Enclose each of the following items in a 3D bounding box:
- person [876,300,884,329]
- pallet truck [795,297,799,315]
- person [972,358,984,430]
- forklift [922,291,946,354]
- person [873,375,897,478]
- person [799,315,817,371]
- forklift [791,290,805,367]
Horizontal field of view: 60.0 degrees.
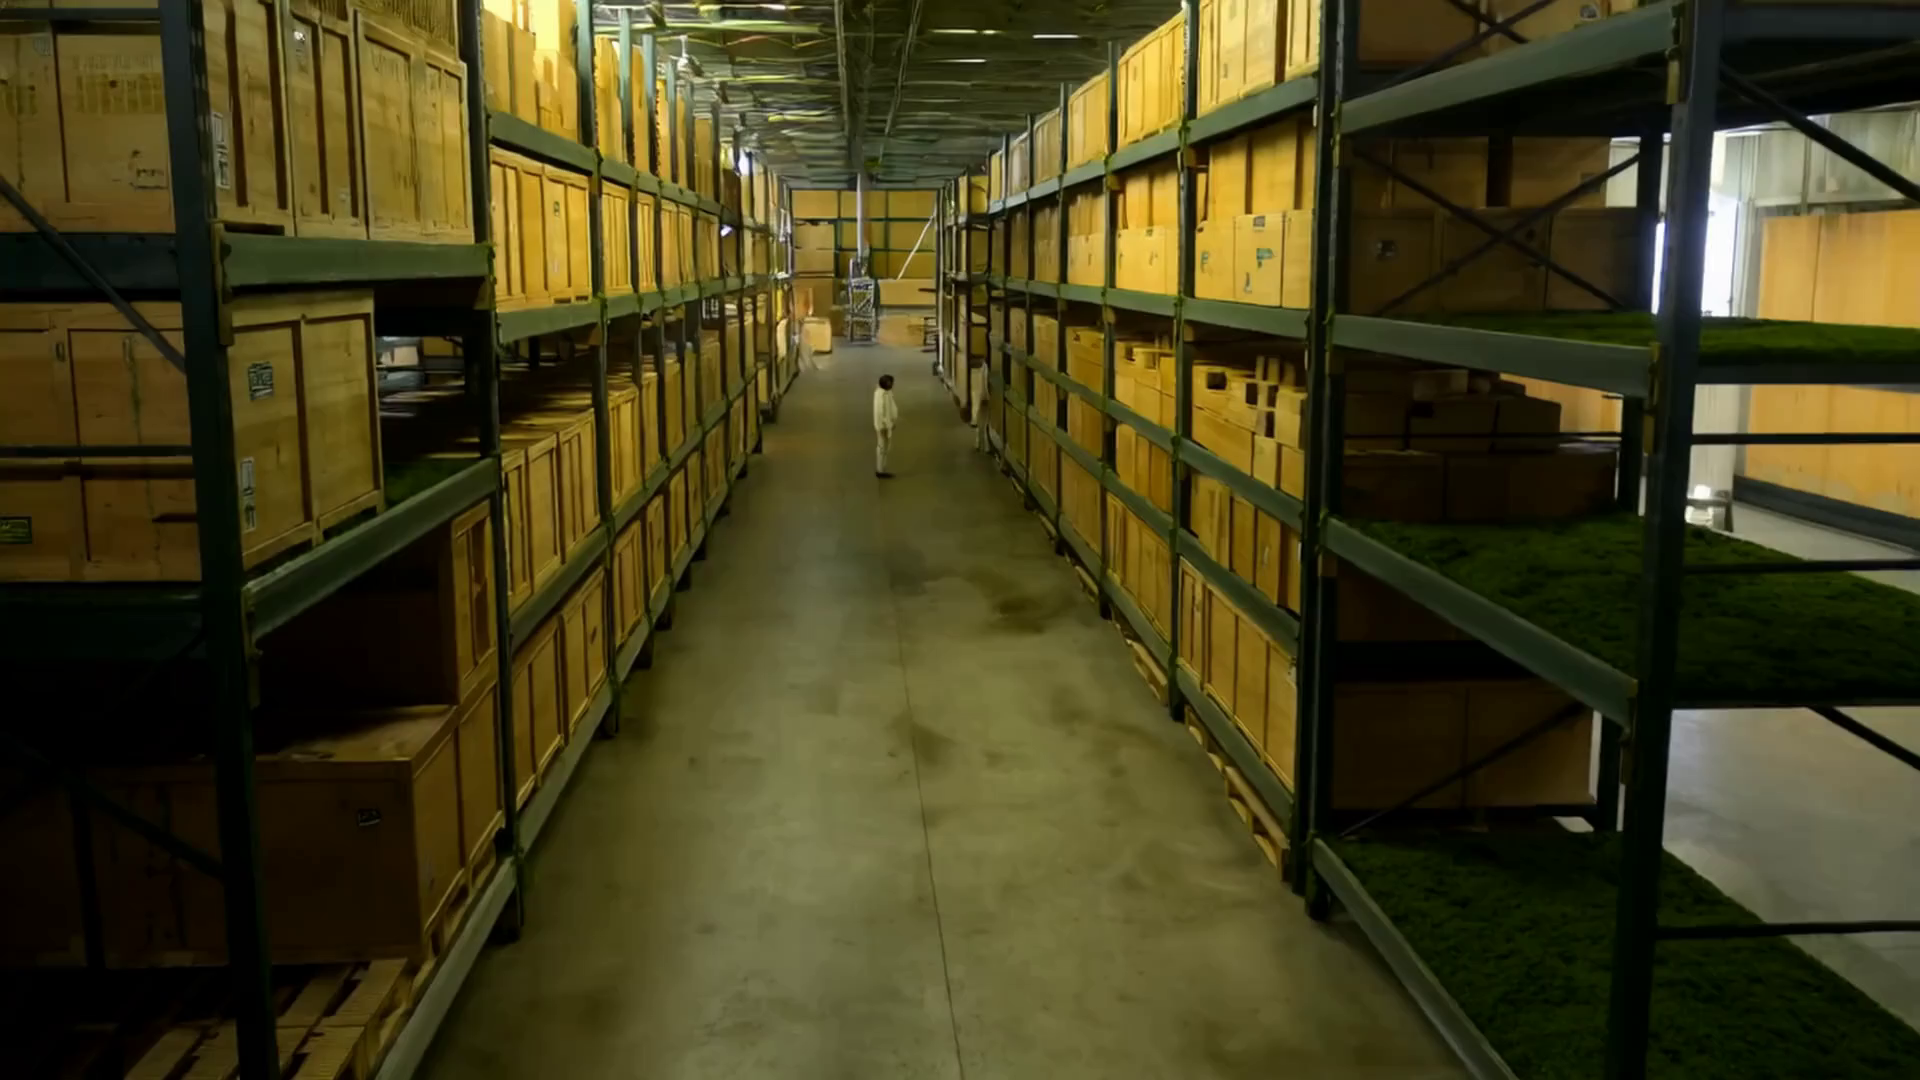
[{"bbox_3d":[-4.025,-10.869,82.206,0.545,1.938,0.357,7,12,38],"label":"person"},{"bbox_3d":[-8.622,-12.439,91.403,1.885,1.965,0.823,2,10,13],"label":"pallet truck"},{"bbox_3d":[0.405,-3.359,38.247,0.277,1.631,0.507,0,10,-1],"label":"person"},{"bbox_3d":[-0.641,-9.145,69.096,1.873,2.768,1.129,-1,10,-3],"label":"forklift"},{"bbox_3d":[-1.336,-2.034,29.753,0.429,1.836,0.632,-3,10,-15],"label":"person"},{"bbox_3d":[-5.356,-6.906,58.407,0.590,1.979,0.661,2,10,14],"label":"person"},{"bbox_3d":[-6.076,-7.676,60.319,1.129,2.768,1.873,-1,10,-3],"label":"forklift"}]
